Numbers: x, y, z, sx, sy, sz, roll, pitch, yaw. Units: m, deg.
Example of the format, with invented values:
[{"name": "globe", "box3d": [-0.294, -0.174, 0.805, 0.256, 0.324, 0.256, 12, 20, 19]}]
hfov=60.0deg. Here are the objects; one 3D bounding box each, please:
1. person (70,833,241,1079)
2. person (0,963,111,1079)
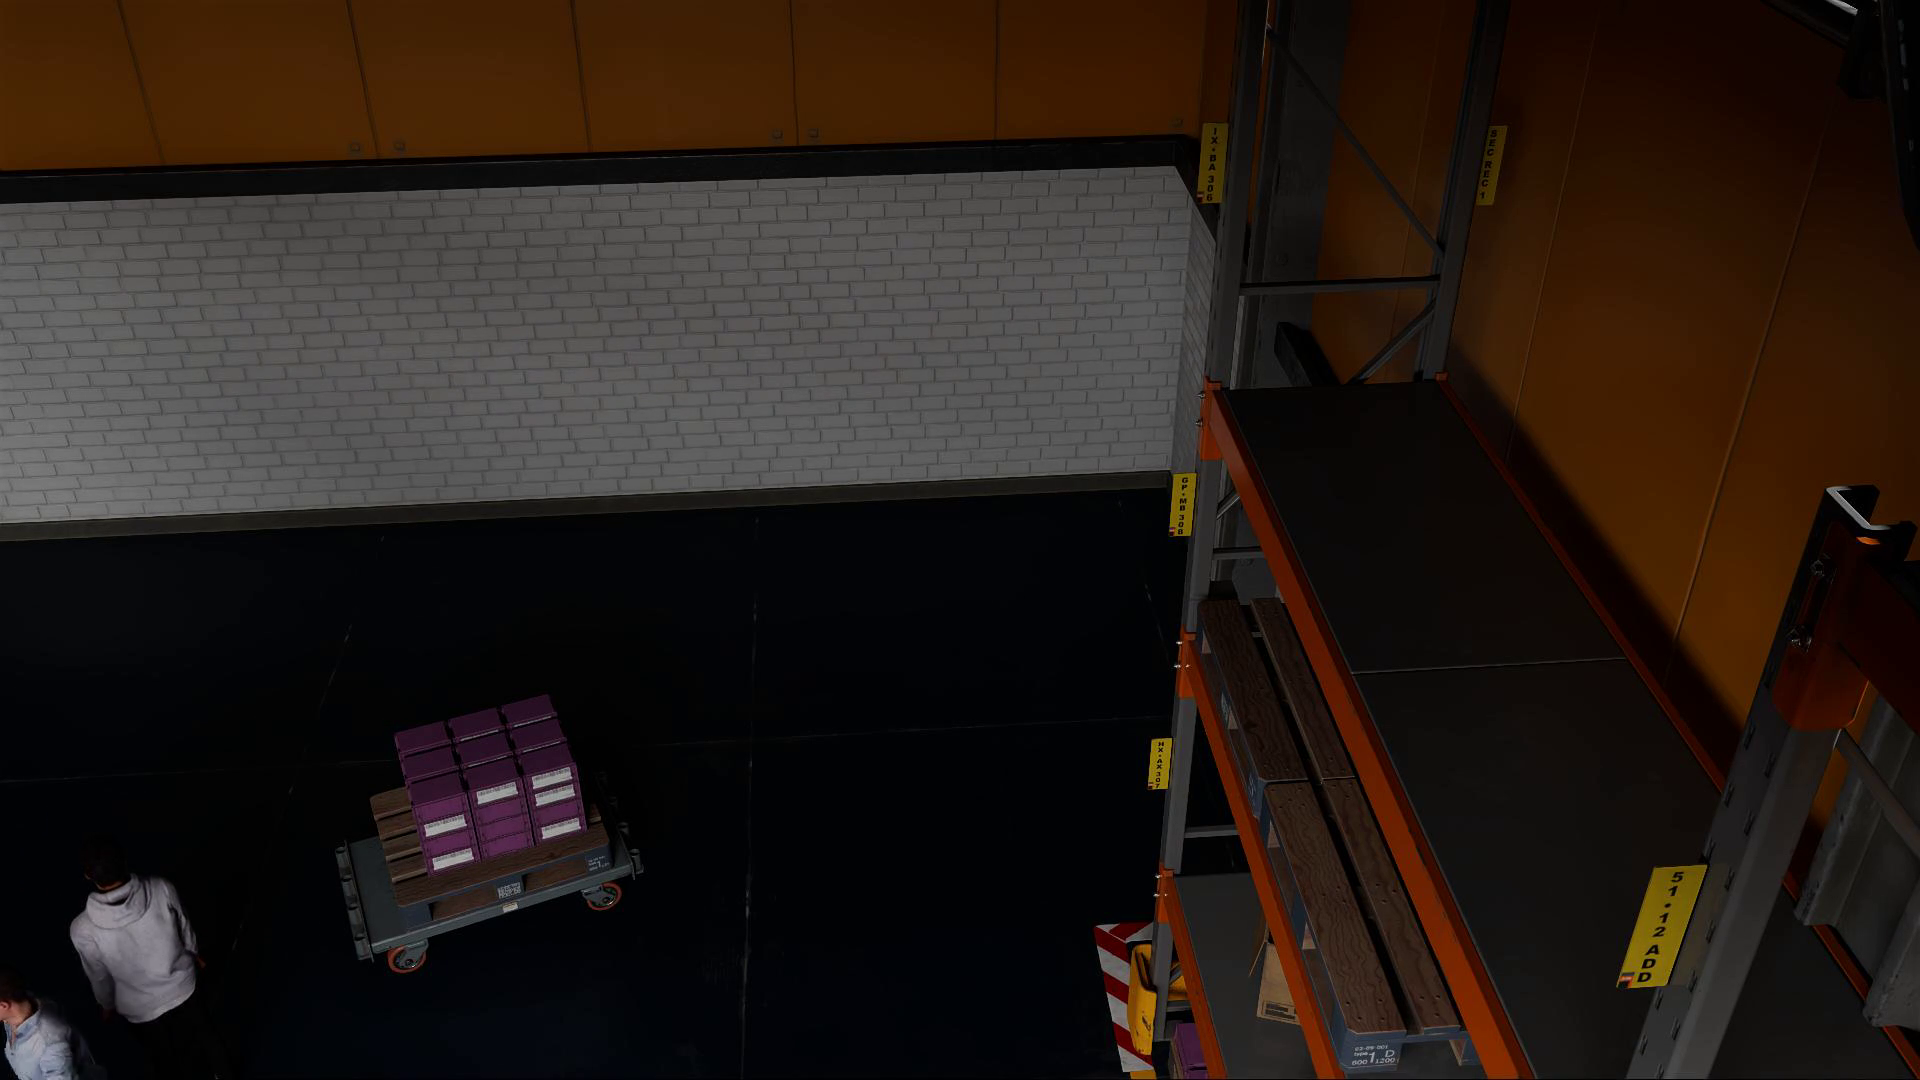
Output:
[{"name": "person", "box3d": [-3.999, 2.216, 8.280, 0.773, 1.929, 0.811, -28, 43, -35]}, {"name": "person", "box3d": [-4.072, 2.590, 7.815, 0.914, 1.819, 0.961, 18, 38, 25]}]
